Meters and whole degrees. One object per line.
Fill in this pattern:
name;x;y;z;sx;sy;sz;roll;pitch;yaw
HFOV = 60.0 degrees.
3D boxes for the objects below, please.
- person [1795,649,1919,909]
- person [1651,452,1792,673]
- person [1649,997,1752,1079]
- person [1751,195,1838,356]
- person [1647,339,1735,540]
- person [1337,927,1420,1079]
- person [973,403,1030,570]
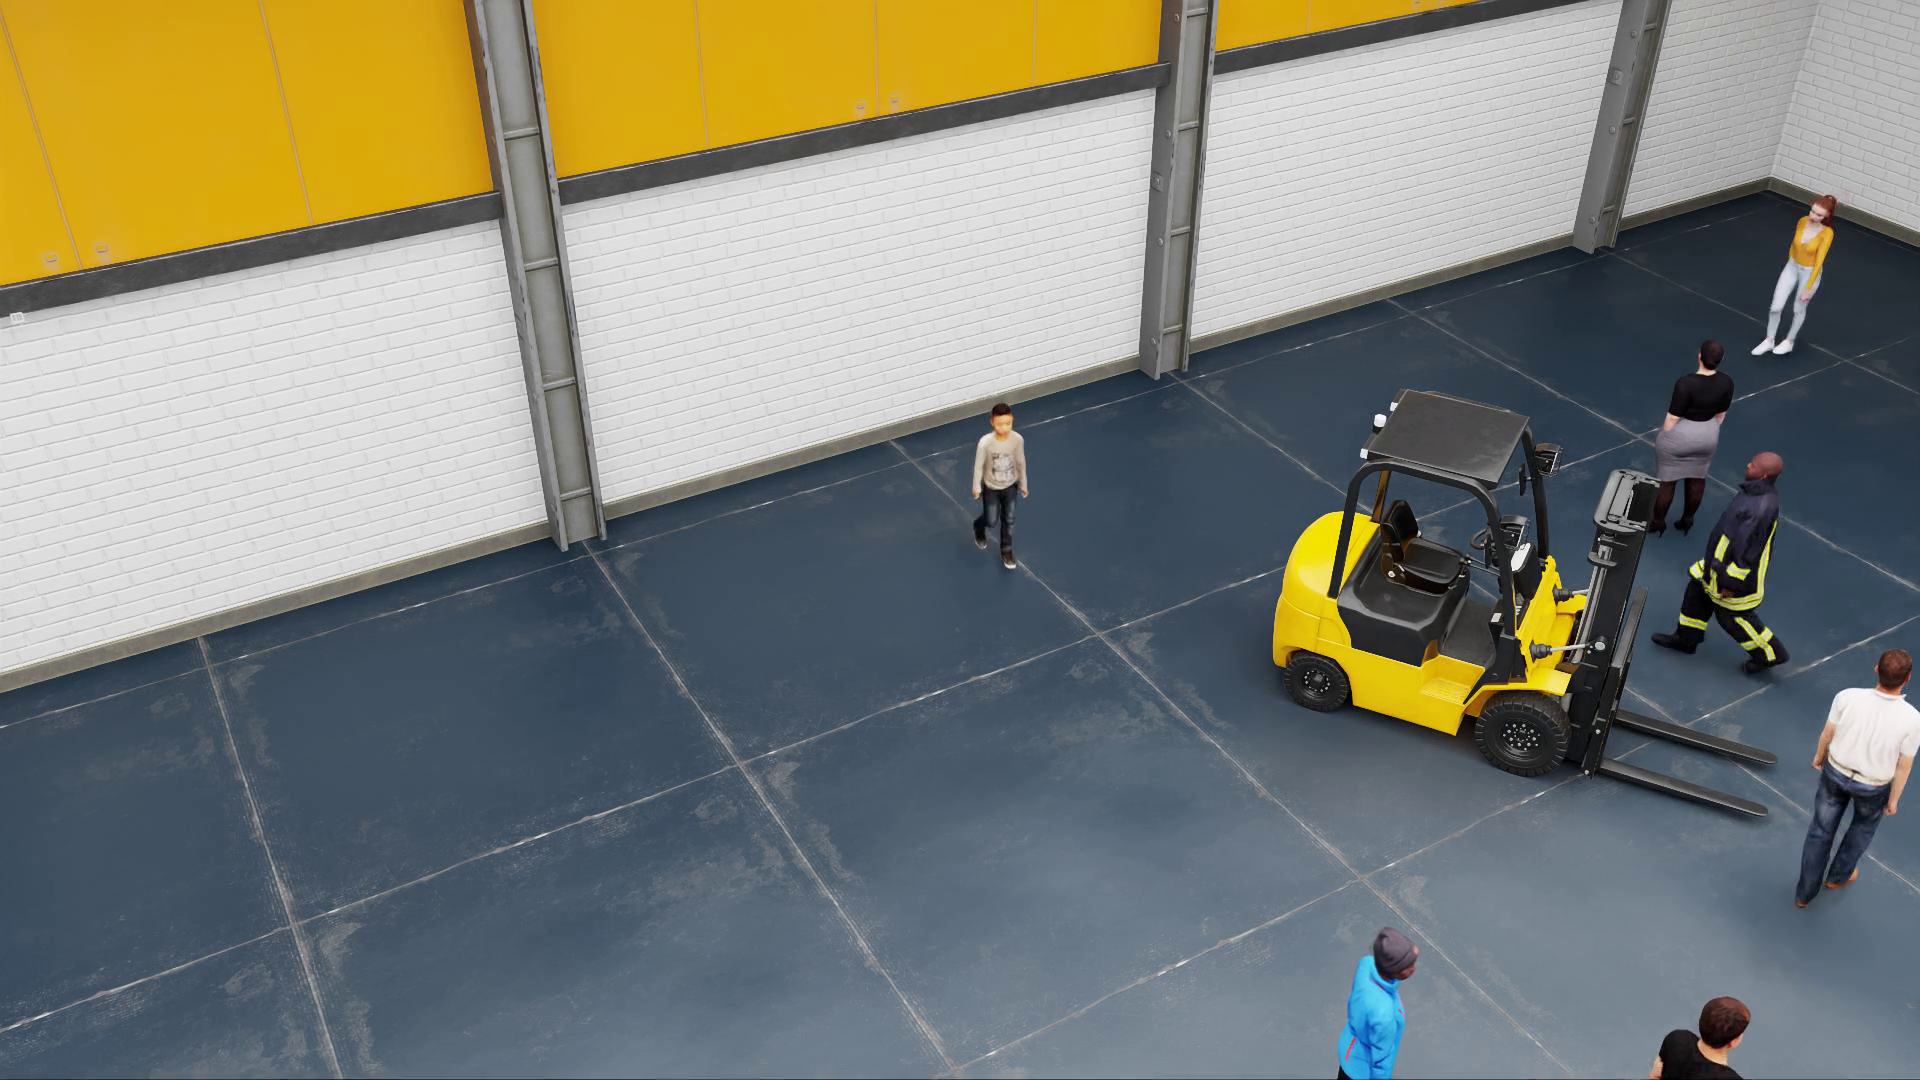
person;5.322;1.497;9.967;0.814;1.837;0.885;26;42;34
person;5.689;0.179;11.987;1.227;1.796;1.237;13;36;19
person;3.359;2.889;7.863;1.039;1.849;0.777;-13;36;-19
person;8.235;-2.572;16.195;0.693;1.720;0.595;-17;37;-23
person;5.926;-0.810;13.510;0.702;1.758;0.825;-3;34;-5
person;2.016;2.611;8.327;0.689;1.799;0.694;-1;34;-1
person;0.288;-0.475;13.284;0.686;1.450;0.691;-13;36;-19
